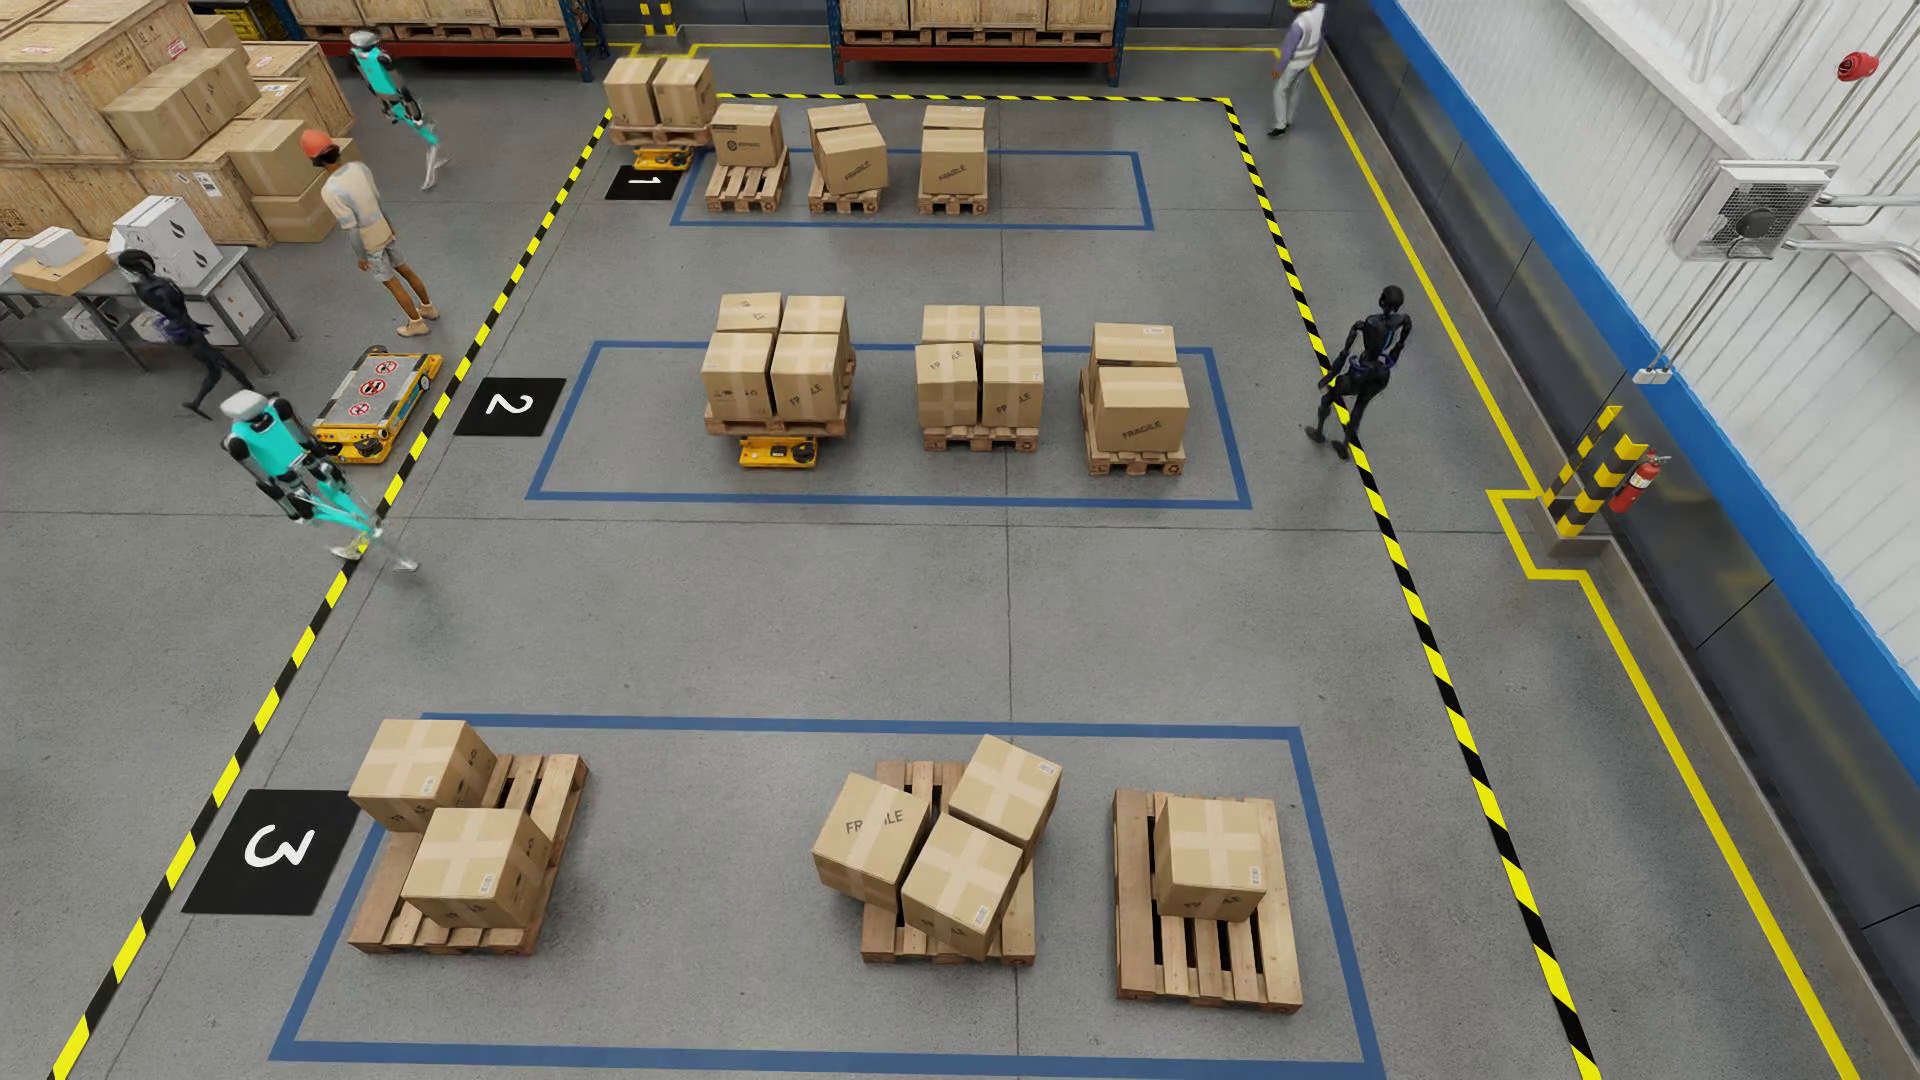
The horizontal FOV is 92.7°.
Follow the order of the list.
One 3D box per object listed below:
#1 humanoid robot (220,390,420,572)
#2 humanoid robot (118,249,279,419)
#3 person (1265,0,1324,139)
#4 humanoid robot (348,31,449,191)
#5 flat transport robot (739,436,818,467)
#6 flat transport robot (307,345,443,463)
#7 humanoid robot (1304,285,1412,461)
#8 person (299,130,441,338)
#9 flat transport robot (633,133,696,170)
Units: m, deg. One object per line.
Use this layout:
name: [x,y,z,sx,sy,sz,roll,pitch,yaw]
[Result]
humanoid robot: [-4.551,-0.319,6.713,1.038,1.769,0.539,10,51,9]
humanoid robot: [-6.720,-1.740,7.932,0.587,1.630,0.675,37,59,27]
person: [4.173,-5.967,11.429,0.678,1.782,0.406,-36,59,-27]
humanoid robot: [-6.406,-5.045,10.667,0.545,1.733,0.972,15,51,12]
flat transport robot: [-1.582,-1.235,8.394,0.652,0.197,1.431,1,50,1]
flat transport robot: [-5.383,-1.269,8.441,0.659,0.231,1.431,1,50,1]
humanoid robot: [3.342,-1.392,7.623,0.600,1.643,0.455,-7,50,-6]
person: [-5.541,-2.832,8.608,0.392,2.033,0.613,4,50,3]
flat transport robot: [-3.689,-5.166,11.720,0.652,0.197,1.431,1,50,1]
